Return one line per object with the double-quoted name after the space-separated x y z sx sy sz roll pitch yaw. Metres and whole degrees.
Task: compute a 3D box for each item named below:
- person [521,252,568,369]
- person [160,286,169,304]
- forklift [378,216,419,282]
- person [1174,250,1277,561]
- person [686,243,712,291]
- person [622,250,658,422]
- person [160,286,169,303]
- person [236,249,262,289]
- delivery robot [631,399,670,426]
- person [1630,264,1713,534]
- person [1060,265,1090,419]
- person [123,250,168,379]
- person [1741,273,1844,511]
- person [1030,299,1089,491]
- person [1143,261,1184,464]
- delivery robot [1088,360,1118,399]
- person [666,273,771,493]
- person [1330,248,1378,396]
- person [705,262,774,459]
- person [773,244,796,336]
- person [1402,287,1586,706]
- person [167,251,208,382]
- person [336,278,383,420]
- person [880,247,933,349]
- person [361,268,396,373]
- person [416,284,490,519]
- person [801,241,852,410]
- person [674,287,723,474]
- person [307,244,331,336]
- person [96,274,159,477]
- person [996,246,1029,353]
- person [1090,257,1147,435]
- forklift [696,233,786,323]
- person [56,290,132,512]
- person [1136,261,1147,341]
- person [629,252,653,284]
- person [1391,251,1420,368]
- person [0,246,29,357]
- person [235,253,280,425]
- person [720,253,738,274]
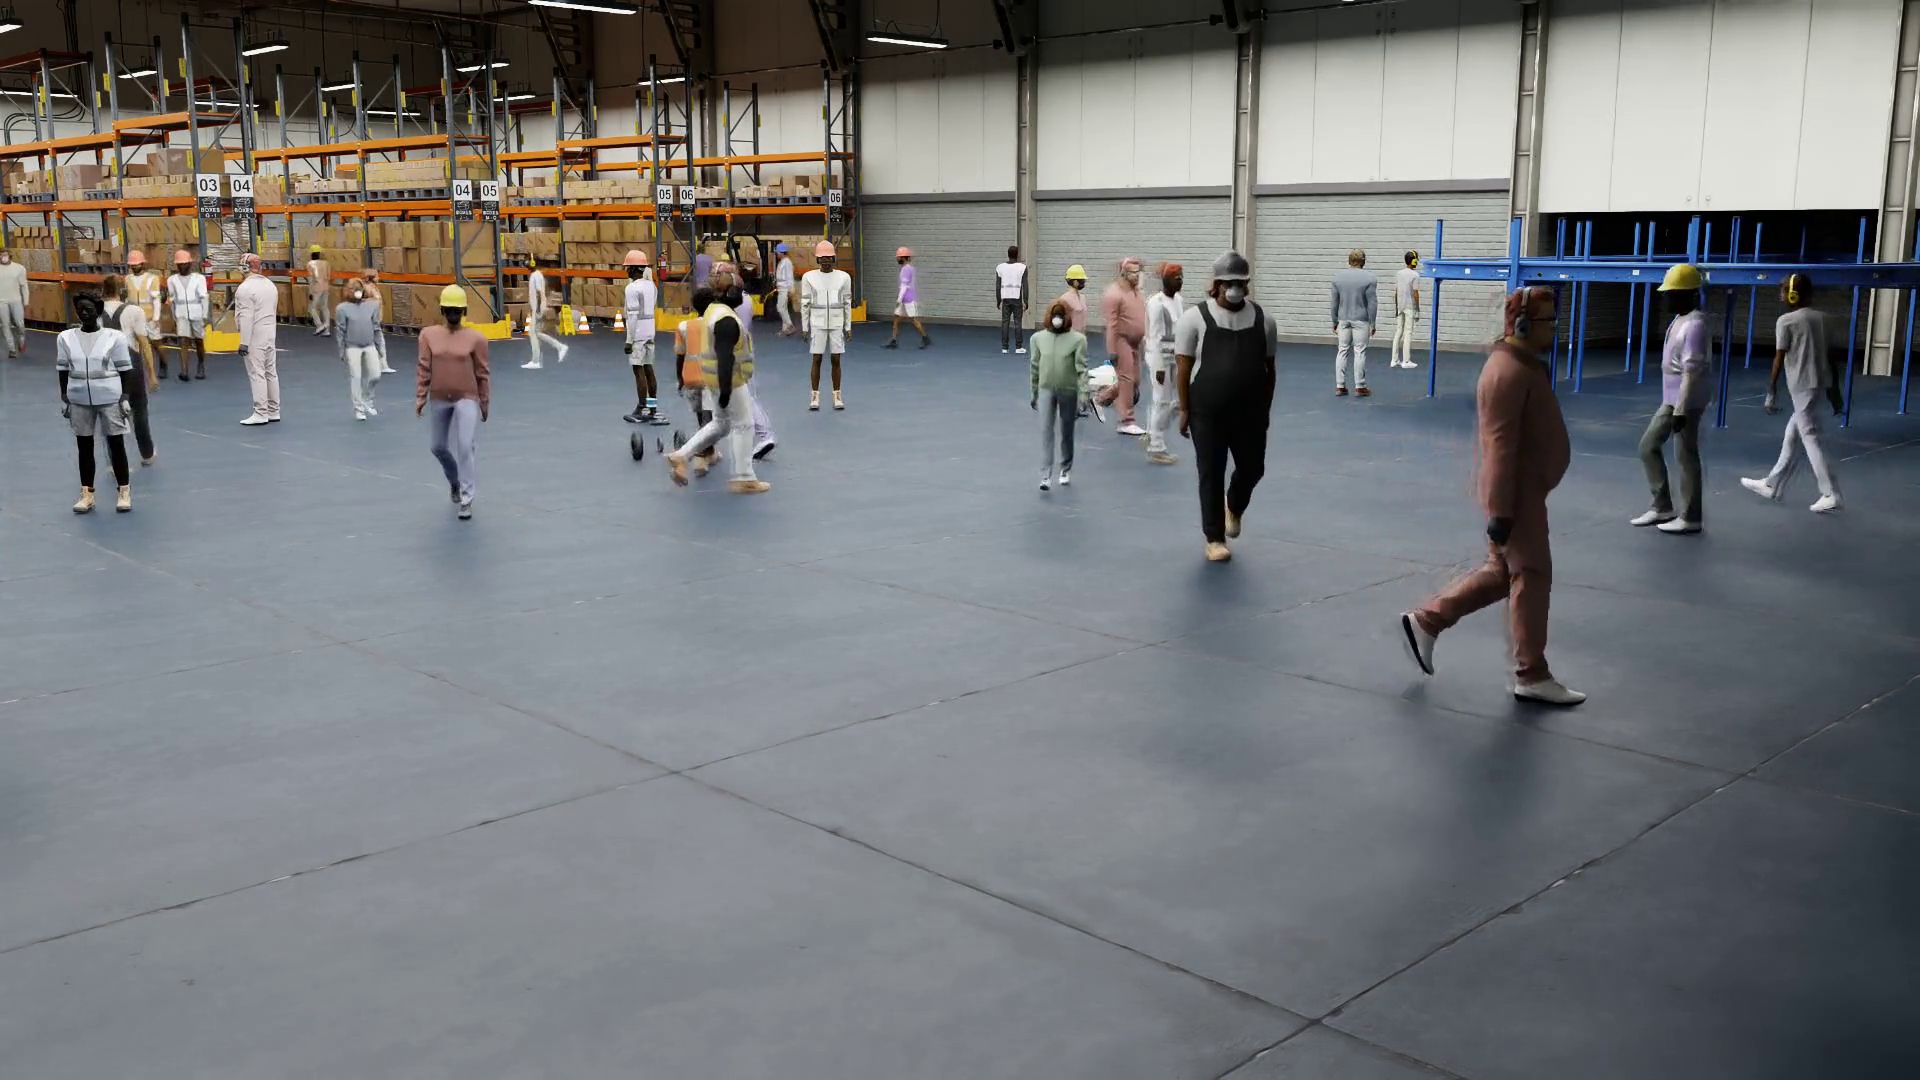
-6.689 -3.678 26.616 0.659 1.850 0.530 -3 11 -14 "person"
-20.429 -6.560 42.424 0.628 1.816 0.781 -7 12 -32 "person"
-17.868 -9.201 54.028 1.873 2.768 1.129 -10 14 -44 "forklift"
1.751 -0.882 10.954 0.691 2.000 0.663 -1 10 -5 "person"
-6.182 -6.066 39.462 0.535 1.918 0.597 3 11 17 "person"
-3.675 -2.331 19.020 0.356 1.938 0.545 3 11 17 "person"
-19.148 -6.251 40.290 1.028 1.988 0.600 5 12 26 "person"
-15.243 -5.327 35.620 0.429 1.842 0.637 6 12 28 "person"
-2.970 -1.249 16.045 0.335 0.223 0.698 -4 11 -23 "delivery robot"
5.053 -0.994 11.806 0.616 1.903 0.629 2 11 10 "person"
1.338 -2.310 19.377 0.315 1.769 0.525 6 12 29 "person"
-11.859 -3.263 24.200 0.543 1.907 0.872 -1 10 -6 "person"
6.580 -1.155 12.965 0.561 1.815 1.001 -4 11 -22 "person"
0.829 -1.216 13.904 0.512 1.583 0.908 2 11 11 "person"
1.927 -1.643 15.436 0.409 1.871 0.614 7 12 32 "person"
1.863 -2.026 20.991 0.477 0.478 0.707 -6 12 -31 "delivery robot"
-2.007 -1.293 13.725 0.762 1.815 0.621 -4 11 -20 "person"
5.221 -2.886 22.040 0.636 1.938 0.355 8 13 36 "person"
-2.199 -1.719 15.870 0.978 1.865 0.650 7 13 34 "person"
-3.711 -5.241 34.903 0.451 1.927 0.639 -4 11 -23 "person"
2.476 -0.211 7.618 0.787 1.884 0.650 4 11 23 "person"
-11.256 -3.269 24.290 0.550 1.891 1.002 -3 11 -15 "person"
-6.888 -2.193 19.115 0.522 1.624 0.371 -8 13 -38 "person"
-0.973 -4.507 31.024 0.958 1.898 0.544 -2 11 -10 "person"
-9.077 -3.371 25.560 0.657 1.615 0.532 -2 11 -10 "person"
-3.848 -1.077 12.690 0.549 1.745 0.715 0 10 -1 "person"
-1.618 -2.610 20.253 0.615 2.041 0.387 -2 11 -9 "person"
-2.274 -1.437 14.934 0.544 1.646 0.887 2 11 12 "person"
-13.464 -5.237 34.936 0.439 1.911 0.608 5 12 27 "person"
-7.429 -1.474 14.820 0.585 1.762 1.009 -2 11 -12 "person"
0.943 -4.337 30.017 0.598 1.915 0.375 3 11 16 "person"
1.704 -2.079 17.812 0.664 1.879 0.651 6 12 31 "person"
-5.496 -6.489 41.108 2.313 2.155 1.214 -10 14 -44 "forklift"
-6.633 -1.066 12.770 0.536 1.700 0.318 -2 11 -11 "person"
3.479 -4.839 33.610 0.783 1.606 0.529 7 13 34 "person"
-6.692 -5.167 34.955 0.528 1.765 0.327 2 11 9 "person"
7.199 -3.714 26.783 0.326 1.865 0.517 -6 12 -30 "person"
-16.560 -4.143 28.946 0.632 1.918 0.446 -6 12 -28 "person"
-7.923 -2.258 18.706 0.409 1.907 0.650 1 10 6 "person"
-5.022 -5.310 35.814 0.509 1.729 0.370 -1 10 -7 "person"
